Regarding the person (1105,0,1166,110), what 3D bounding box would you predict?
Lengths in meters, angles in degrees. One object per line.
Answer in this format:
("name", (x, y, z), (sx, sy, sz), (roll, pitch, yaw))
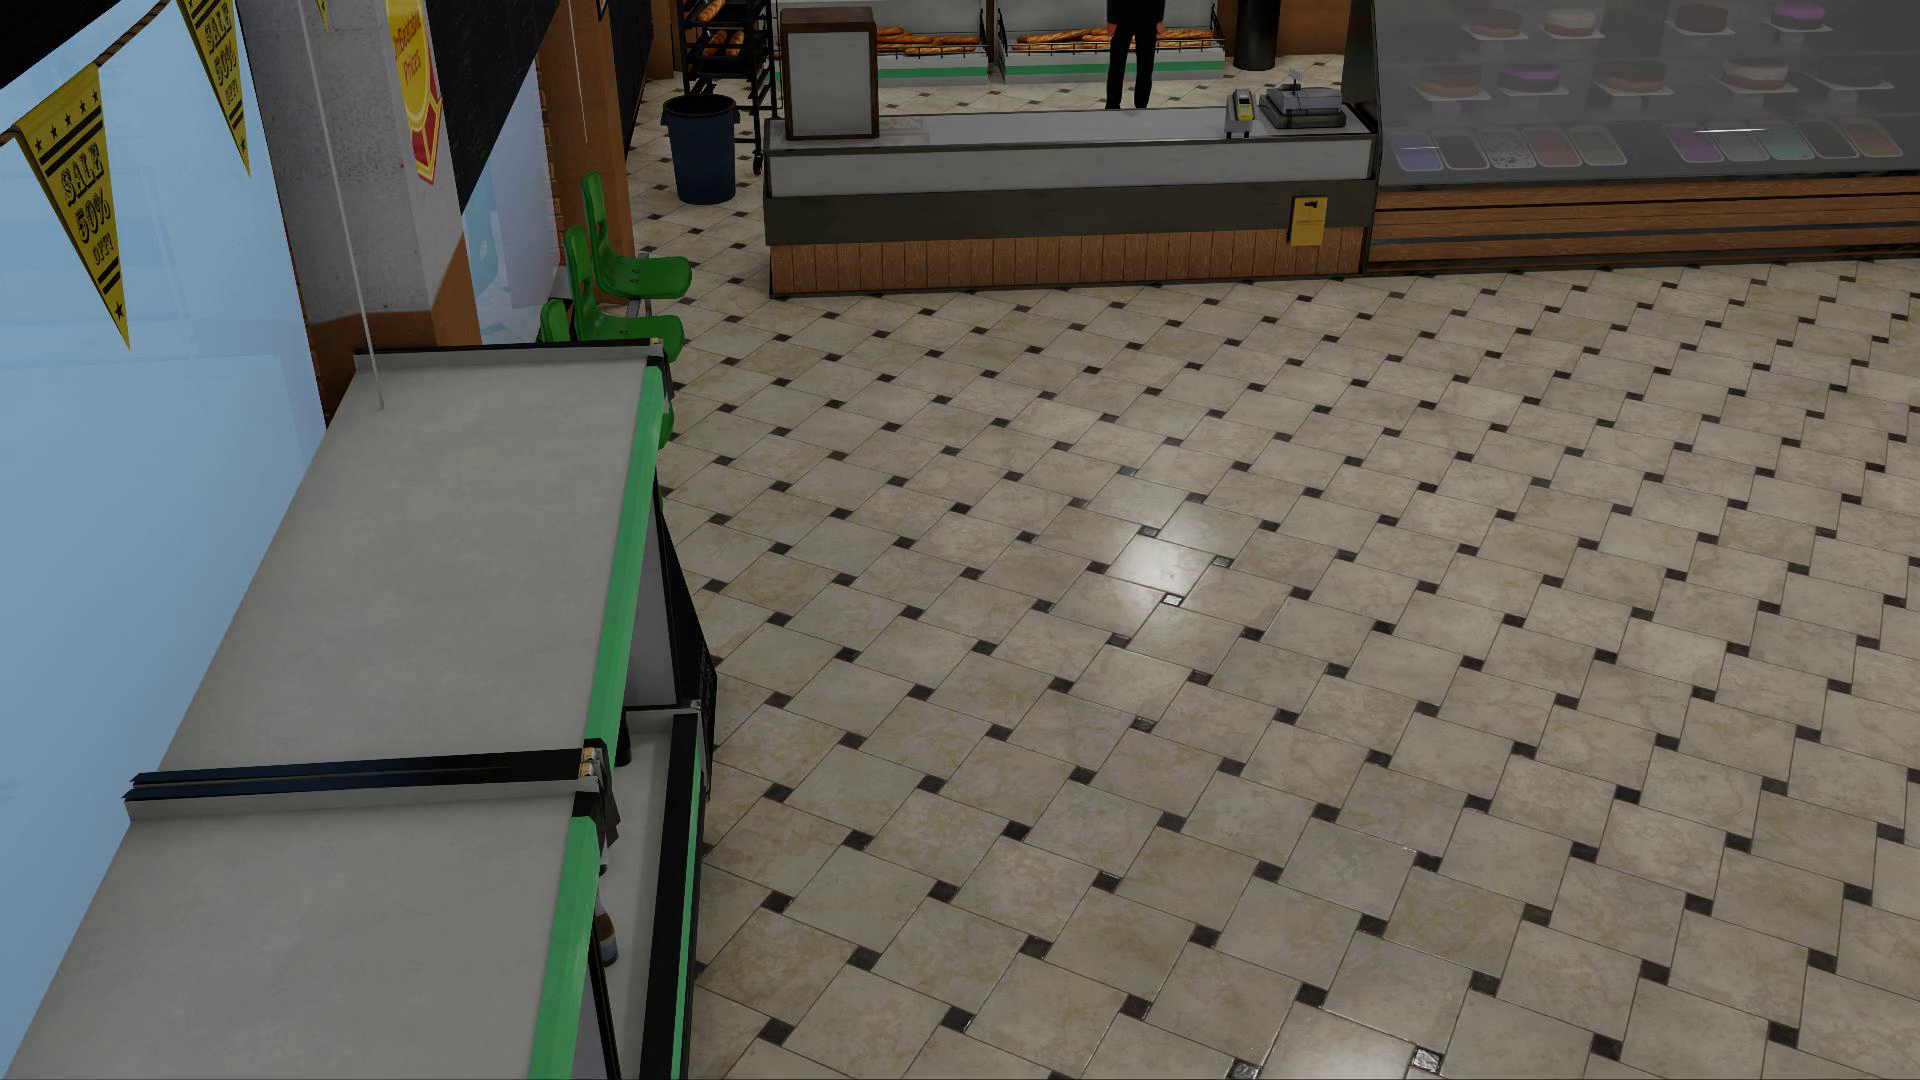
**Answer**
("person", (1.429, -4.236, 13.462), (0.626, 1.866, 0.561), (-2, 32, -4))
